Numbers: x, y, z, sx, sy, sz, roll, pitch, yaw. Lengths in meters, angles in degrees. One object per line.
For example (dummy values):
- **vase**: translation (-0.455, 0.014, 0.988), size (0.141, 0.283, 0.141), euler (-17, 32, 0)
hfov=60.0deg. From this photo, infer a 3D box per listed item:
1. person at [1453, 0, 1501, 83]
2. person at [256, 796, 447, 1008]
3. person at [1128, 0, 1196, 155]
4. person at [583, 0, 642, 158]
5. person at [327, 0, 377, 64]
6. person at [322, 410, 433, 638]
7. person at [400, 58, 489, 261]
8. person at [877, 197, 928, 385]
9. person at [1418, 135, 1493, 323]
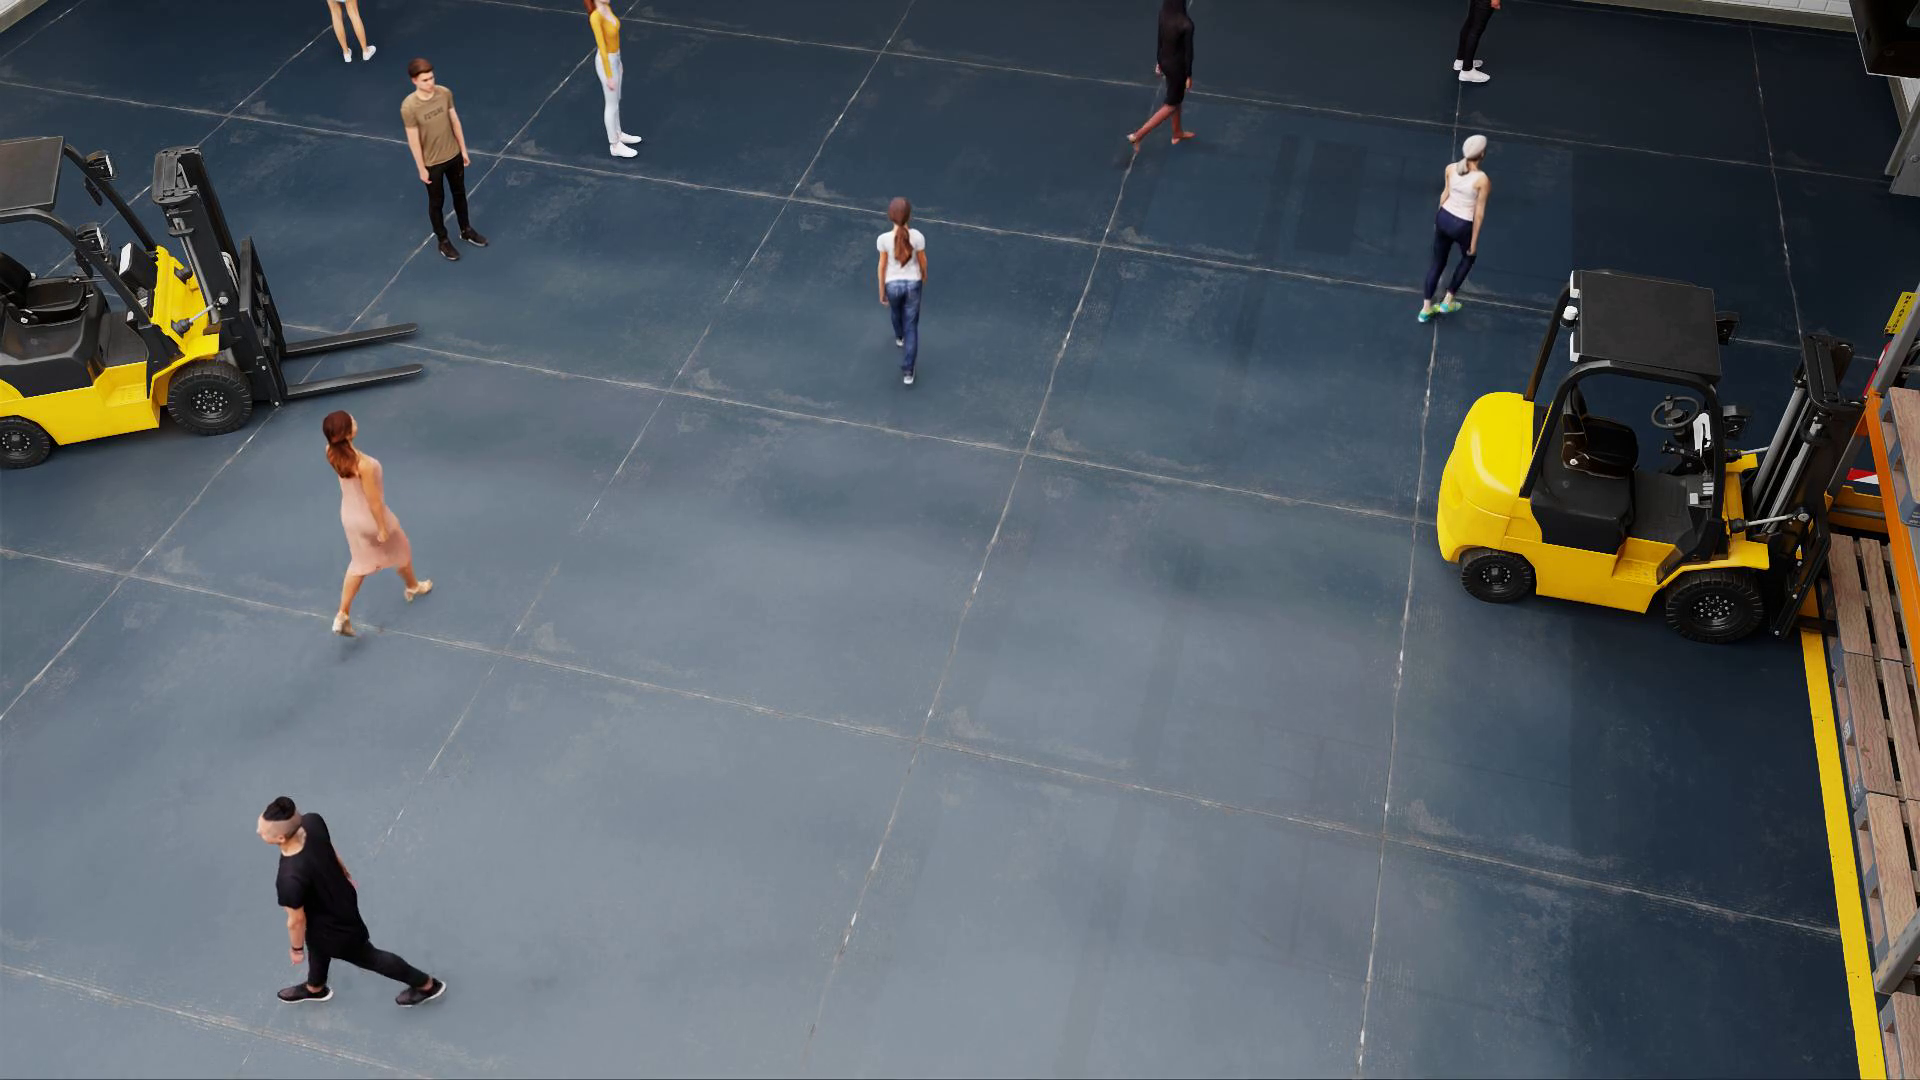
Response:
- **person**: translation (5.301, -5.594, 16.762), size (0.808, 1.929, 0.636), euler (0, 44, 0)
- **person**: translation (-3.289, 1.983, 8.886), size (1.079, 1.821, 1.224), euler (-6, 44, -7)
- **person**: translation (1.958, -4.405, 15.681), size (1.131, 1.696, 1.075), euler (-22, 48, -22)
- **person**: translation (-3.316, -4.481, 15.722), size (0.706, 1.750, 0.564), euler (1, 44, 1)
- **person**: translation (-6.420, -5.759, 17.079), size (0.660, 1.730, 0.648), euler (-5, 44, -5)
- **person**: translation (-4.022, -0.091, 11.073), size (0.764, 1.806, 1.120), euler (21, 48, 21)
- **person**: translation (-4.524, -3.333, 14.446), size (0.789, 1.849, 0.649), euler (31, 52, 28)
- **person**: translation (-0.449, -1.971, 13.250), size (0.691, 1.526, 1.086), euler (2, 44, 2)
- **person**: translation (4.027, -2.512, 13.704), size (0.815, 1.683, 0.766), euler (-33, 53, -30)
